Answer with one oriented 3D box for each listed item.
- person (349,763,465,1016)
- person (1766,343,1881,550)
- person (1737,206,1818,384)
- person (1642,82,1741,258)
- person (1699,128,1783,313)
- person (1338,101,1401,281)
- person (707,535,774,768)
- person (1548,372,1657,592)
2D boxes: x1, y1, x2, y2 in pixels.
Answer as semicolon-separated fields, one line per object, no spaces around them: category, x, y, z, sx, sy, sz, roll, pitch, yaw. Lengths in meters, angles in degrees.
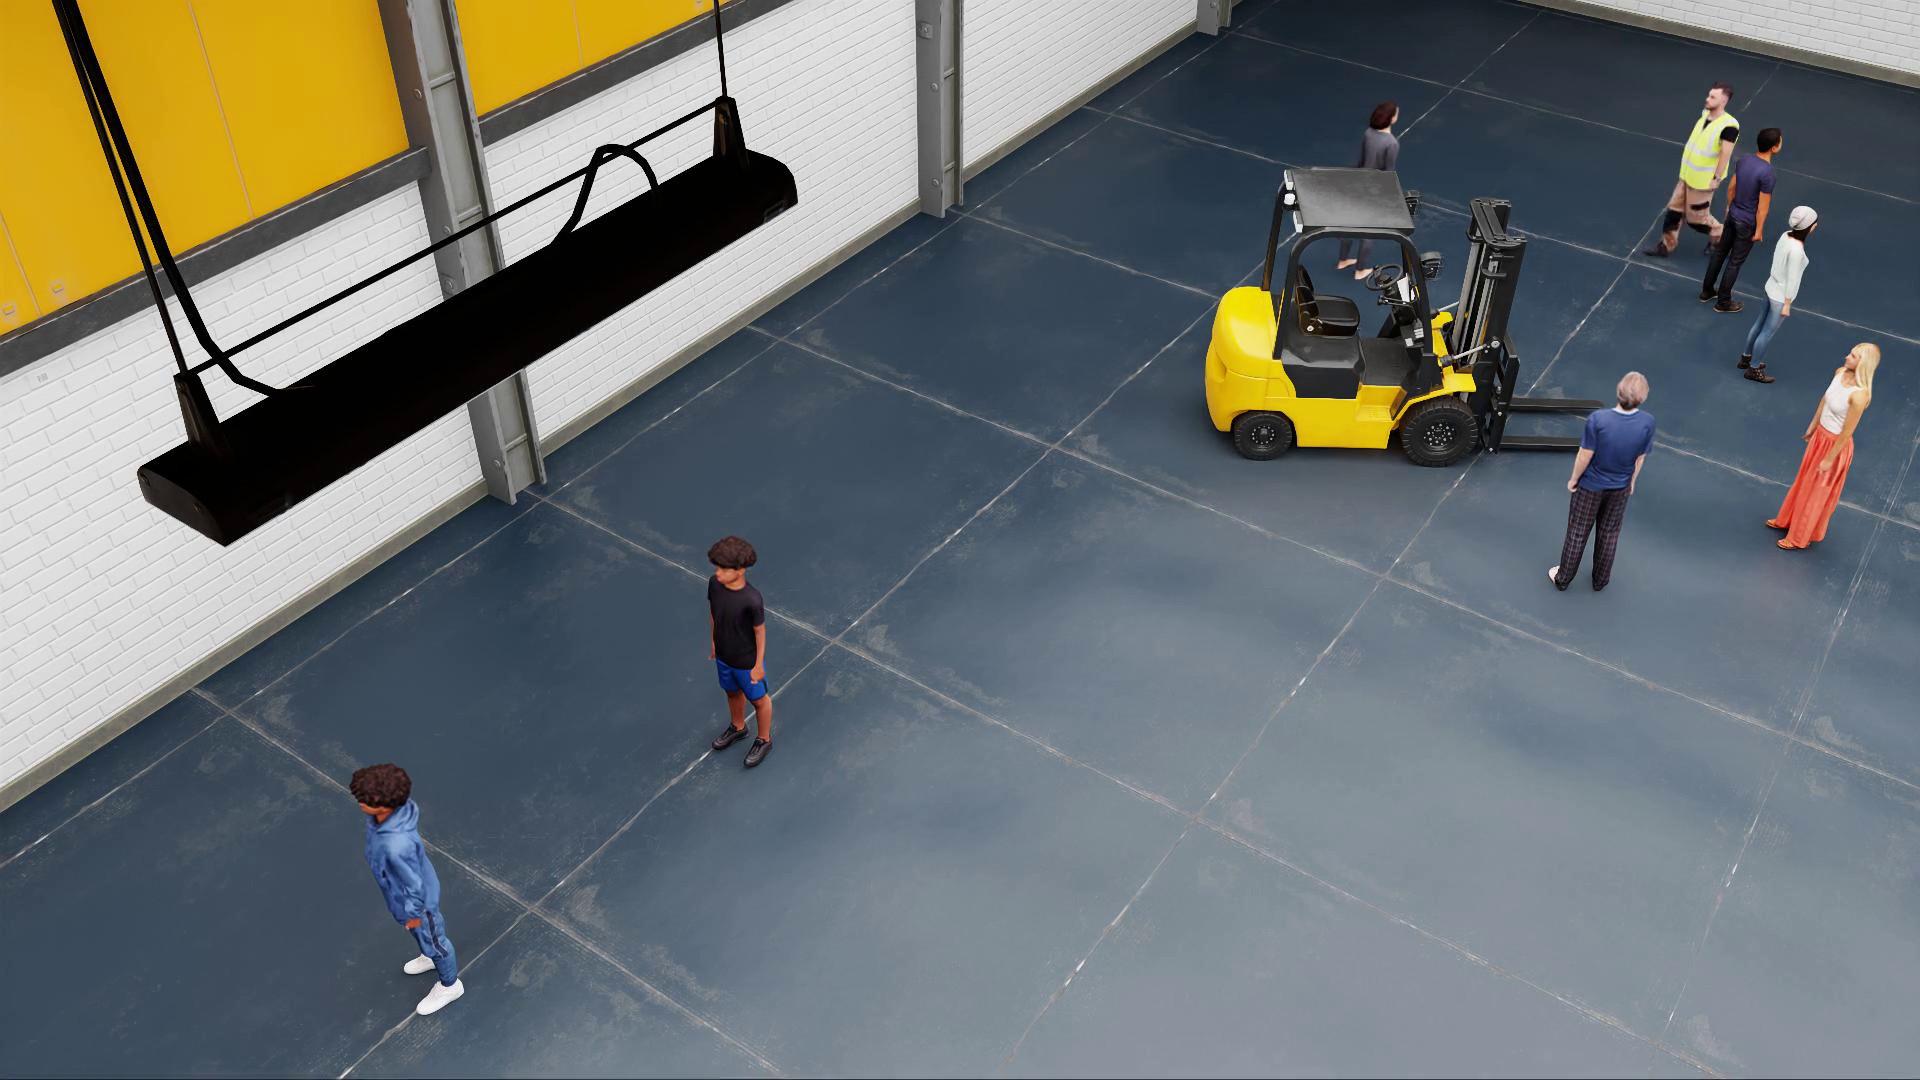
person;-3.064;1.911;9.267;0.751;1.811;0.760;-17;42;-20
person;6.569;-0.712;12.559;0.781;1.803;0.681;3;39;4
person;7.145;-2.159;14.496;0.704;1.645;0.594;4;39;5
person;7.223;-3.544;16.082;1.128;1.831;1.053;-8;39;-10
person;7.244;-2.974;15.398;0.742;1.793;0.718;-11;40;-14
person;3.912;-3.344;15.885;0.635;1.765;0.663;-24;44;-27
person;-1.423;0.703;10.789;0.582;1.799;0.563;24;44;27
person;4.701;-0.413;12.130;0.740;1.871;0.725;4;39;5
